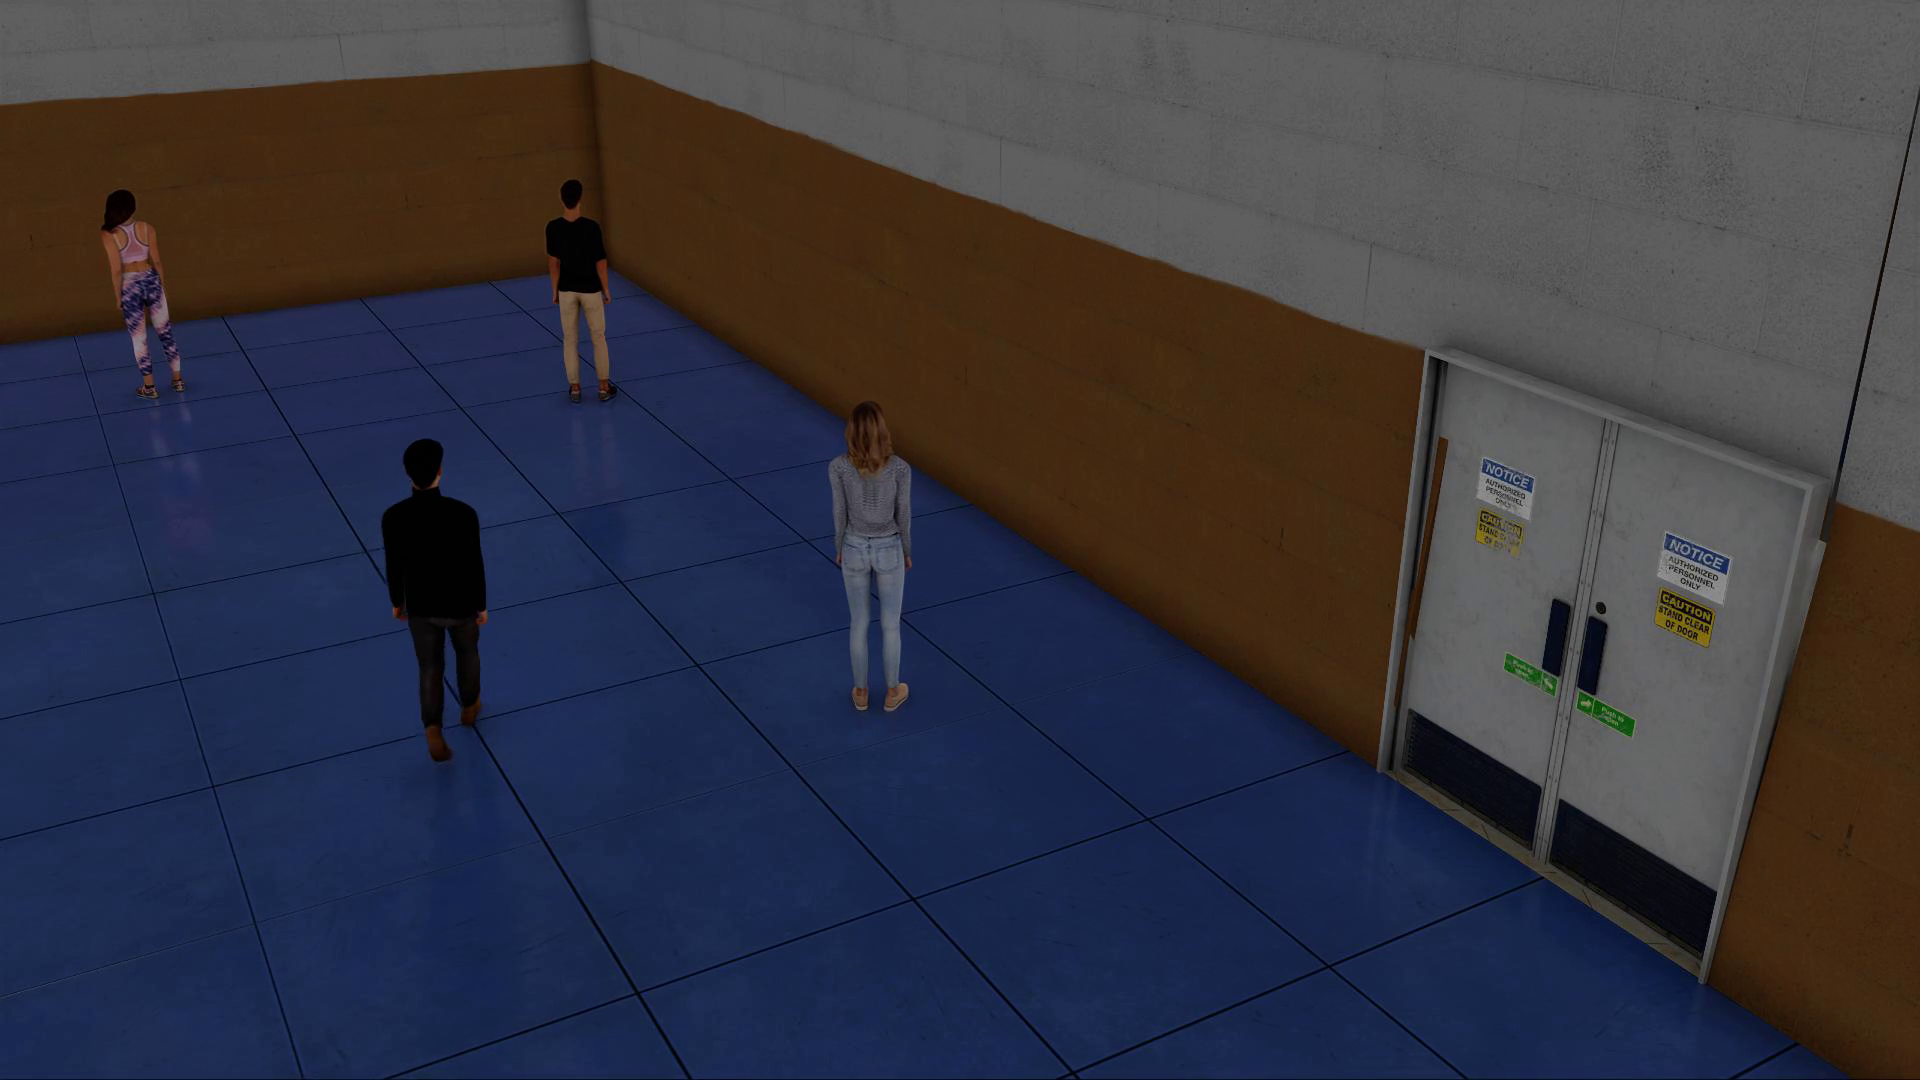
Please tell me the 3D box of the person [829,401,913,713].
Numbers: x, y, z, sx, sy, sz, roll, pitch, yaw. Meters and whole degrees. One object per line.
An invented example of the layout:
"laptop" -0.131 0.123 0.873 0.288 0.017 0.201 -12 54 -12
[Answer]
"person" -0.472 0.094 9.023 0.632 1.796 0.730 2 24 4

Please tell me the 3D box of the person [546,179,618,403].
"person" -3.165 -2.073 13.866 0.623 1.859 0.766 -1 24 -3

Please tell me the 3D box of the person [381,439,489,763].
"person" -2.699 0.330 8.601 1.082 1.704 0.956 -4 24 -9

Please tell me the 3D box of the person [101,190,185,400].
"person" -6.906 -2.080 14.031 0.555 1.766 0.709 -21 31 -39
